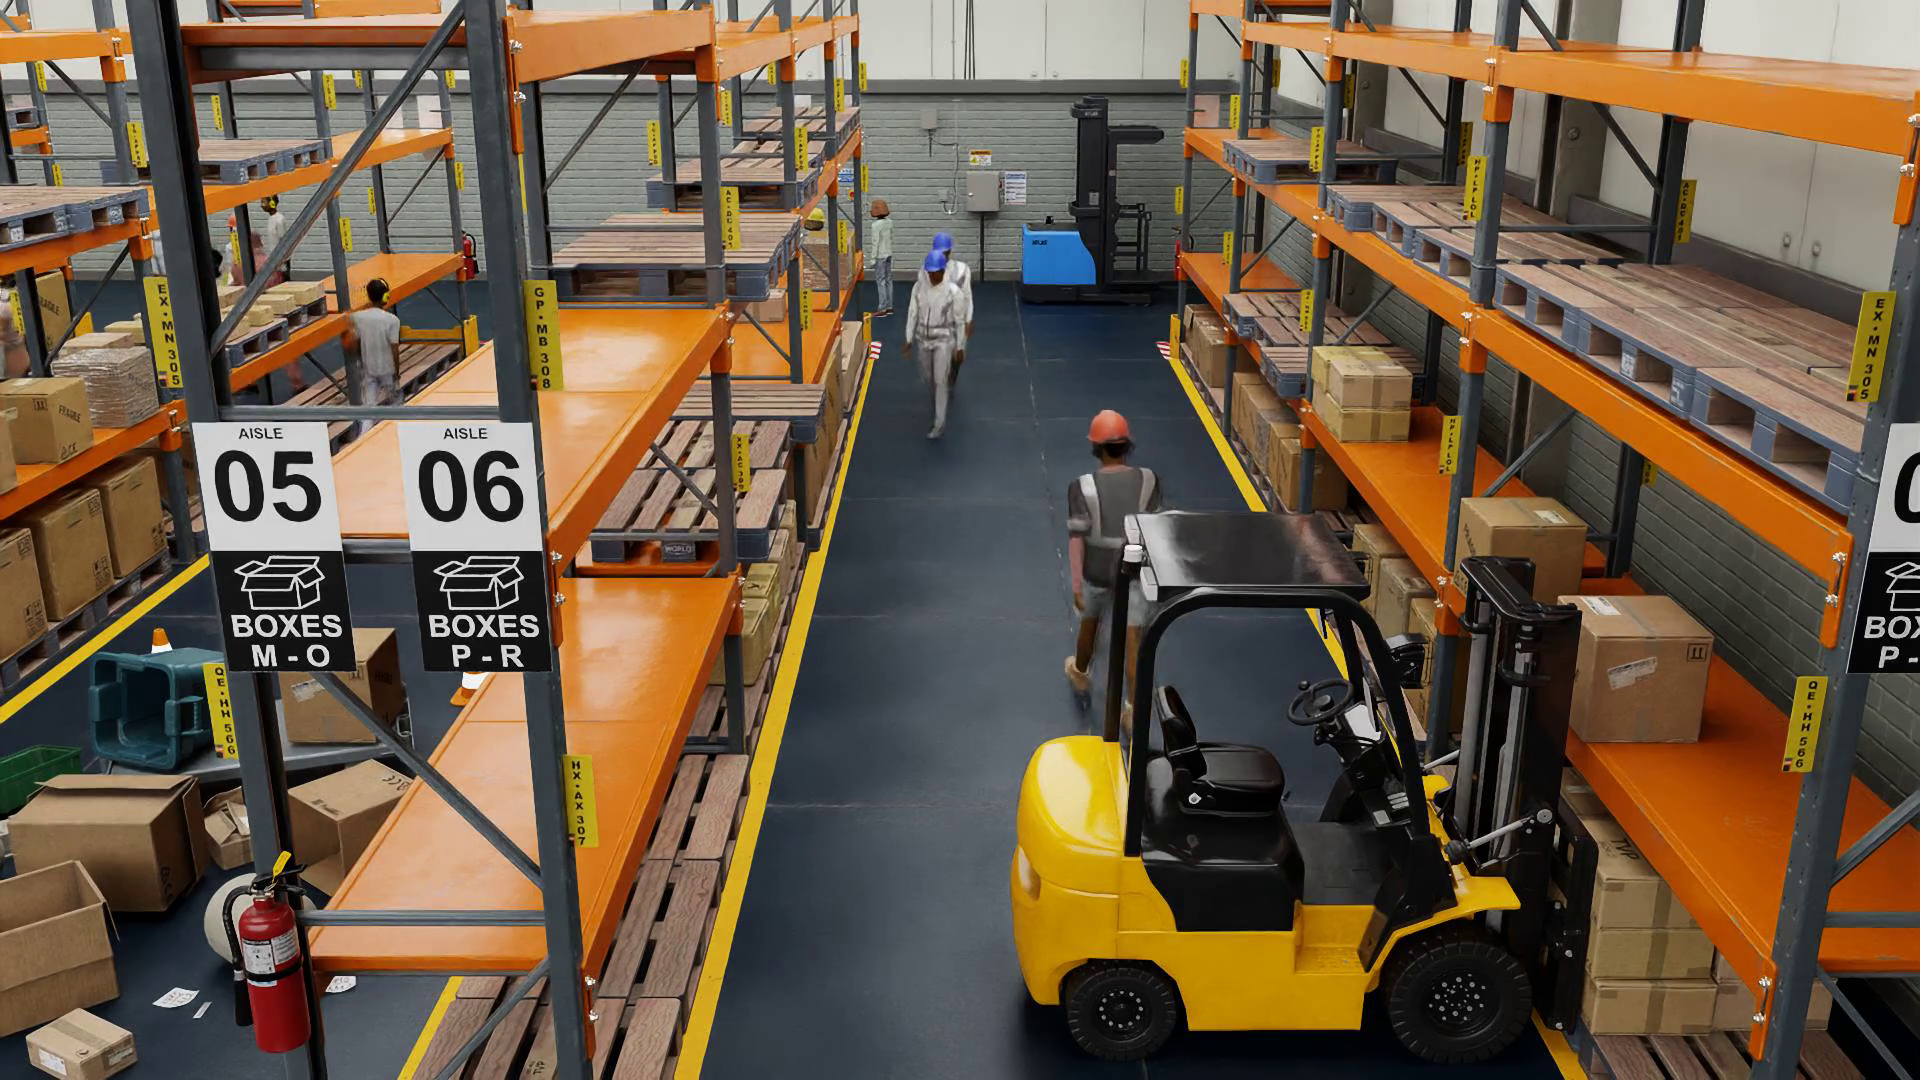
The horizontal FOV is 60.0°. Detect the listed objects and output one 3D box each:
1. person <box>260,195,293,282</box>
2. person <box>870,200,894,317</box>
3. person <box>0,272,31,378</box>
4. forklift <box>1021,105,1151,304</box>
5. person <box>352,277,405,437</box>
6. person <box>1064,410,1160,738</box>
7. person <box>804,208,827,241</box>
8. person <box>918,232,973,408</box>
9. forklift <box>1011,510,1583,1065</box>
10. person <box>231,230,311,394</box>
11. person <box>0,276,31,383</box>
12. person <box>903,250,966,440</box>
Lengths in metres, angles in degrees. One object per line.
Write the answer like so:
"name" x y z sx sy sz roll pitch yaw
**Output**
"person" -9.235 -3.805 22.608 0.339 1.859 0.502 -13 22 -33
"person" -1.113 -3.970 23.450 0.283 1.633 0.497 9 20 25
"person" -9.622 -1.894 16.889 0.557 1.815 0.477 -5 19 -14
"forklift" 1.857 -4.944 24.441 1.873 2.768 1.129 0 18 0
"person" -5.593 -1.590 15.970 0.521 1.827 0.950 1 18 4
"person" 0.941 0.166 10.401 0.617 1.989 1.063 -3 19 -10
"person" -1.887 -3.478 21.811 0.324 1.730 0.494 0 18 0
"person" -0.172 -2.436 18.334 0.630 1.934 0.609 -2 18 -5
"forklift" 1.387 1.055 7.378 2.313 2.155 1.214 0 18 0
"person" -7.889 -2.565 18.852 0.690 1.870 0.591 7 19 19
"person" -9.214 -1.672 16.077 0.392 1.906 0.605 -5 19 -15
"person" -0.234 -2.043 17.169 0.620 1.922 0.735 10 21 28
